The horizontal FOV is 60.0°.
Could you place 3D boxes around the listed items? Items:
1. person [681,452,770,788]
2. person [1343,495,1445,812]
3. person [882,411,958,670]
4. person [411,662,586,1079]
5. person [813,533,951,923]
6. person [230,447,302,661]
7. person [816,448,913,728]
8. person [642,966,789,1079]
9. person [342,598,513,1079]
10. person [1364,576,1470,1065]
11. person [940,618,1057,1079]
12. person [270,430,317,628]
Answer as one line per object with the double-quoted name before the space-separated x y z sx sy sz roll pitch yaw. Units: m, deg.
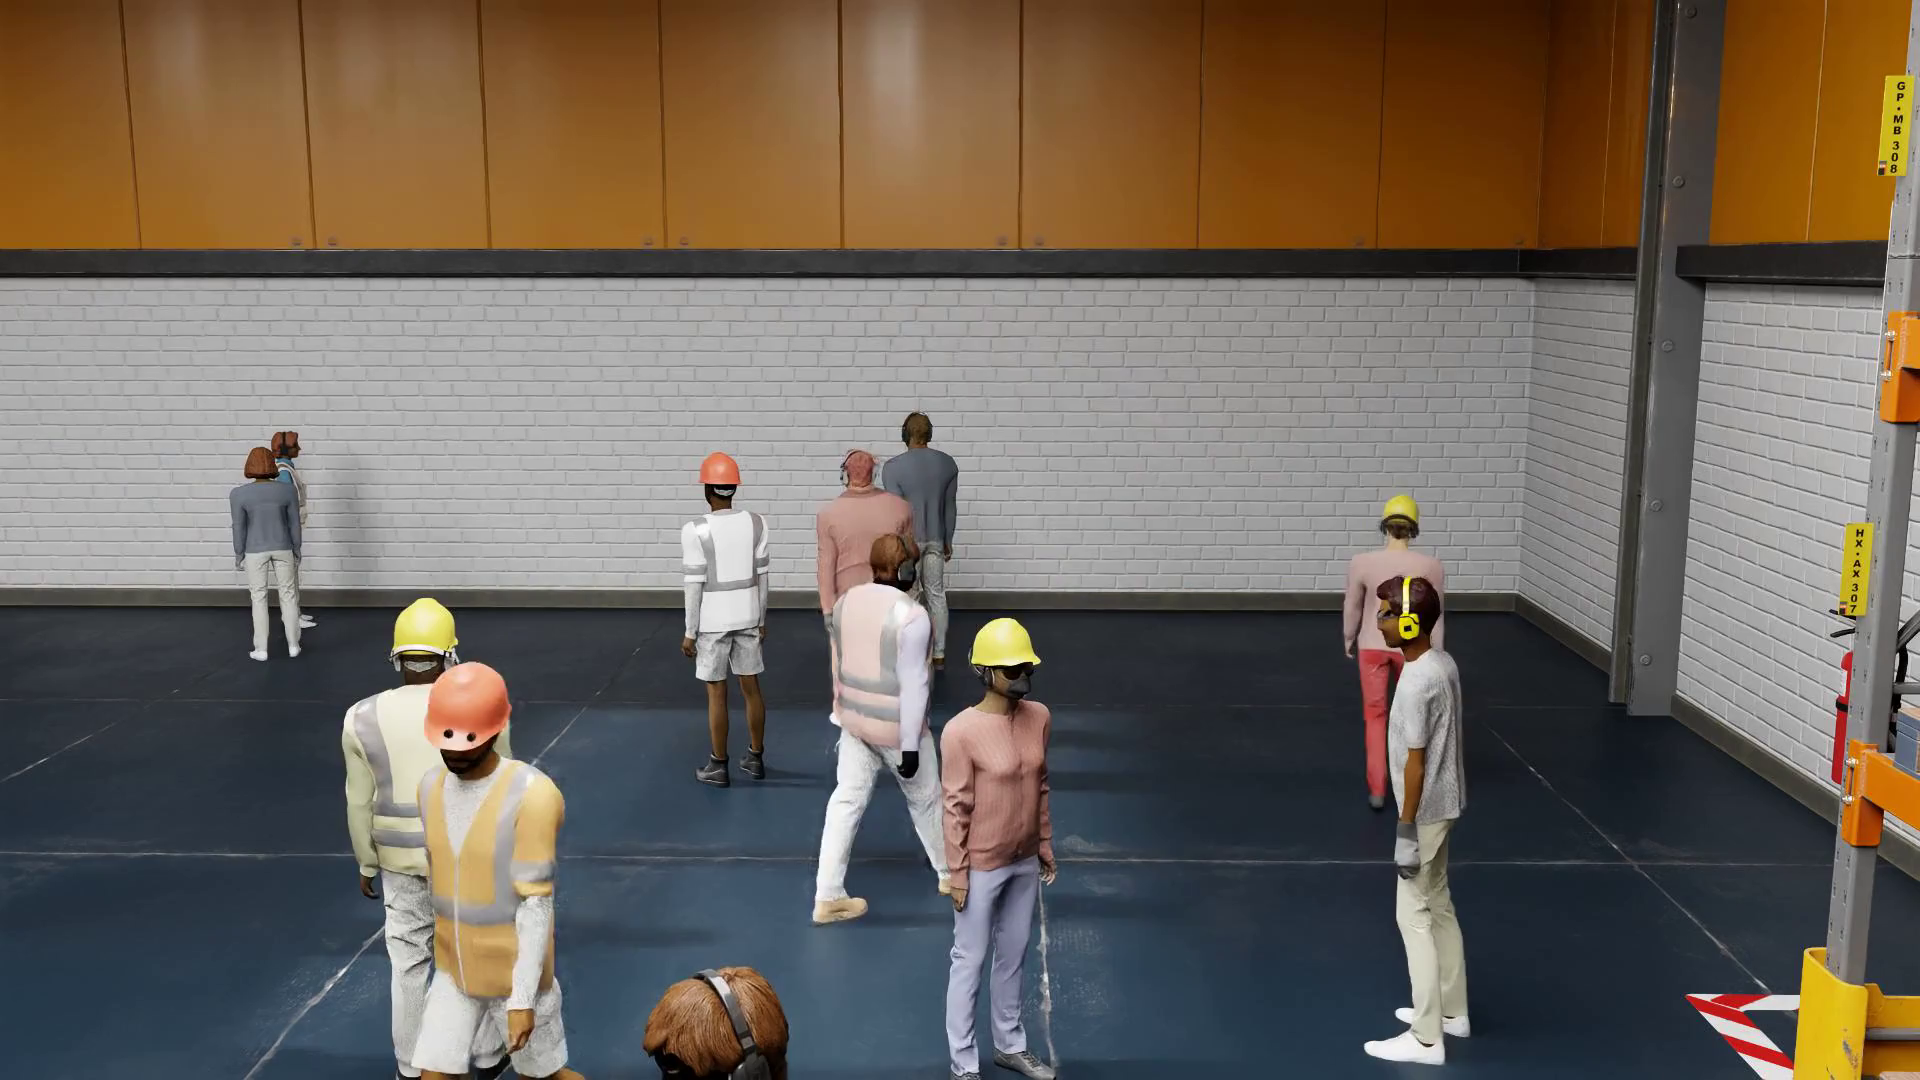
"person" -1.362 0.461 9.616 0.543 1.939 0.371 -6 11 -34
"person" 2.440 0.605 9.396 0.550 1.725 0.883 2 10 14
"person" -0.308 0.024 12.233 0.635 1.939 0.366 -6 11 -34
"person" -1.378 1.254 5.054 0.532 1.893 0.927 4 10 24
"person" -0.326 0.853 7.751 0.629 1.783 0.982 9 13 42
"person" -5.271 0.103 12.674 0.499 1.633 0.286 -6 11 -33
"person" -0.586 0.355 10.469 0.640 1.866 0.946 -3 10 -15
"person" -0.372 1.630 2.960 0.430 1.833 0.634 -8 12 -40
"person" -1.890 1.115 6.017 0.590 1.833 0.404 -2 10 -13
"person" 1.761 1.055 6.354 0.411 1.846 0.504 5 11 28
"person" 0.149 1.150 5.999 0.525 1.772 0.309 -9 13 -44
"person" -5.565 -0.090 13.809 0.309 1.641 0.514 -4 10 -25
